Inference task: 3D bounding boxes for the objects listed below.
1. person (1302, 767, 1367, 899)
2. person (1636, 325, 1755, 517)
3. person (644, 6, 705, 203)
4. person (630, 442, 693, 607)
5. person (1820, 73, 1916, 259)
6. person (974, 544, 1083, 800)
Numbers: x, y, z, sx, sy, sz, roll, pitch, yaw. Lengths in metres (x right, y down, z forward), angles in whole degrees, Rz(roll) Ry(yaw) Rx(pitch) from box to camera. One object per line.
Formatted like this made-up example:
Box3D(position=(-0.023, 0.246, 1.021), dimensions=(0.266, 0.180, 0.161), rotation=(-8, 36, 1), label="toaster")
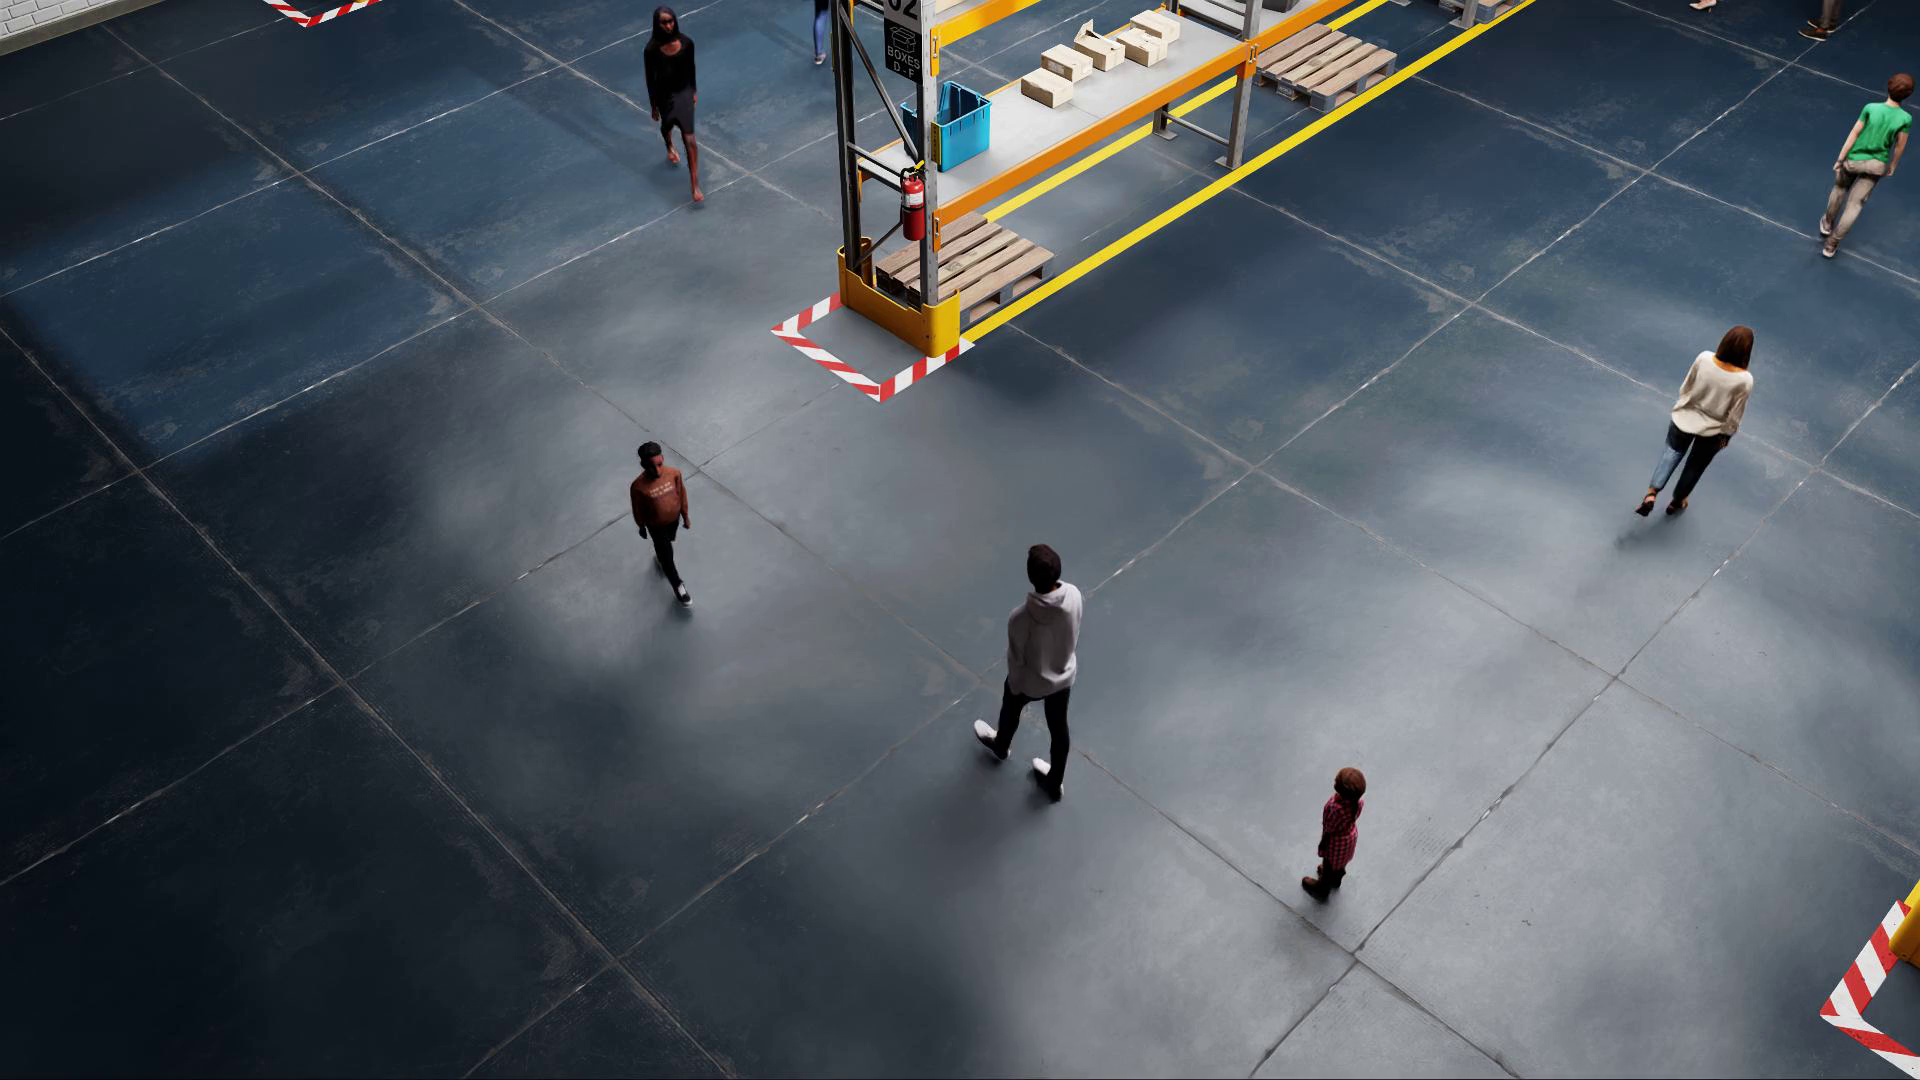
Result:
Box3D(position=(2.167, 1.673, 9.523), dimensions=(0.483, 1.019, 0.369), rotation=(33, 53, 30), label="person")
Box3D(position=(5.129, -0.774, 11.619), dimensions=(0.784, 1.670, 0.614), rotation=(-33, 53, -30), label="person")
Box3D(position=(-2.611, -4.004, 15.009), dimensions=(1.245, 1.671, 1.053), rotation=(-15, 46, -15), label="person")
Box3D(position=(-2.044, -0.191, 11.323), dimensions=(0.885, 1.234, 0.725), rotation=(-23, 48, -22), label="person")
Box3D(position=(7.682, -3.147, 14.139), dimensions=(0.740, 1.631, 0.895), rotation=(22, 48, 21), label="person")
Box3D(position=(0.546, 0.841, 9.755), dimensions=(0.977, 1.903, 0.903), rotation=(-23, 48, -22), label="person")
